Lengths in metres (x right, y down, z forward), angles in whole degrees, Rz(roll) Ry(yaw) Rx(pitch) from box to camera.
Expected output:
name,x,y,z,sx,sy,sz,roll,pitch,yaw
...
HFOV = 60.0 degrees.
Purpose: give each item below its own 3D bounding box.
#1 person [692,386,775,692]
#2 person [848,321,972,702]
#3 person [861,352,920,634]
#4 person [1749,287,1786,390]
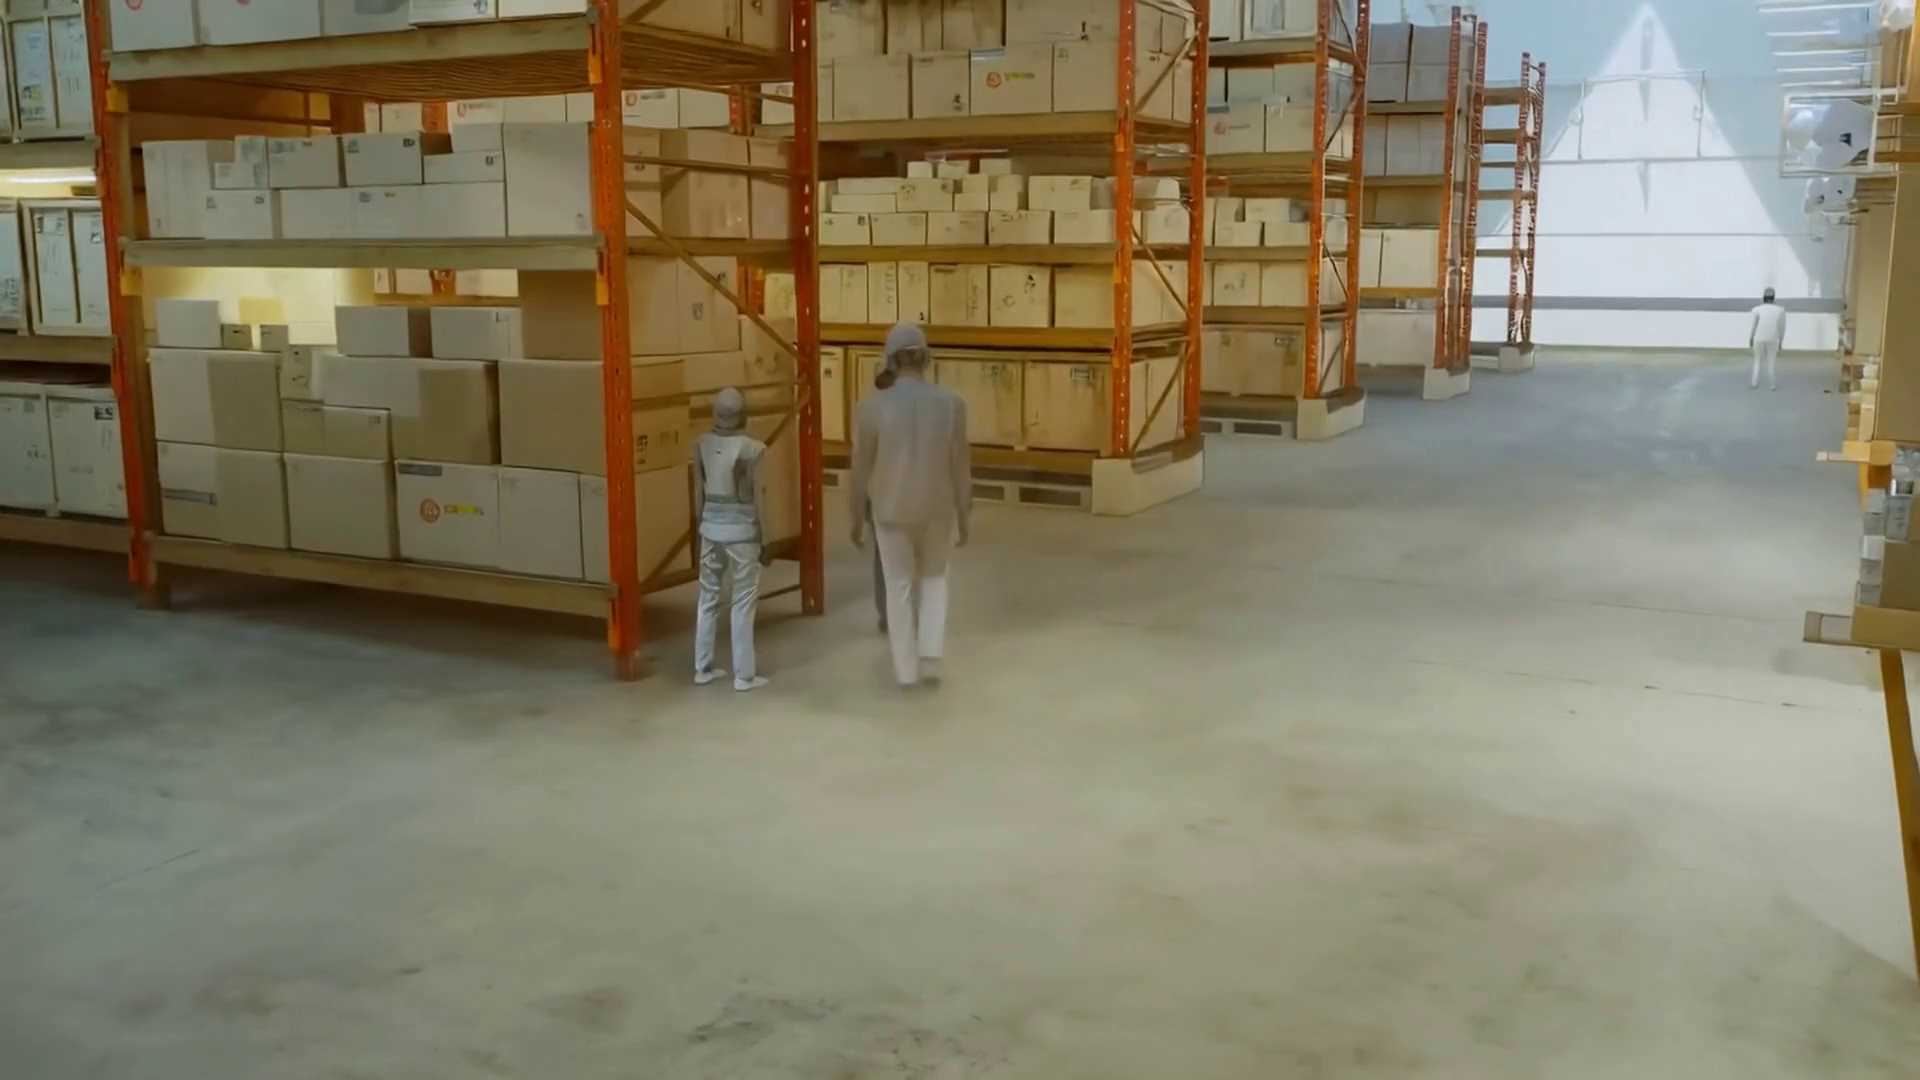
name,x,y,z,sx,sy,sz,roll,pitch,yaw
person,-1.213,-0.005,8.907,0.516,1.629,0.310,6,11,29
person,-0.273,-0.150,8.720,0.641,1.974,0.529,-1,10,-8
person,-0.392,-0.268,10.065,0.535,1.746,0.582,0,10,-1
person,13.792,-3.439,28.438,0.561,1.743,0.336,5,11,25
